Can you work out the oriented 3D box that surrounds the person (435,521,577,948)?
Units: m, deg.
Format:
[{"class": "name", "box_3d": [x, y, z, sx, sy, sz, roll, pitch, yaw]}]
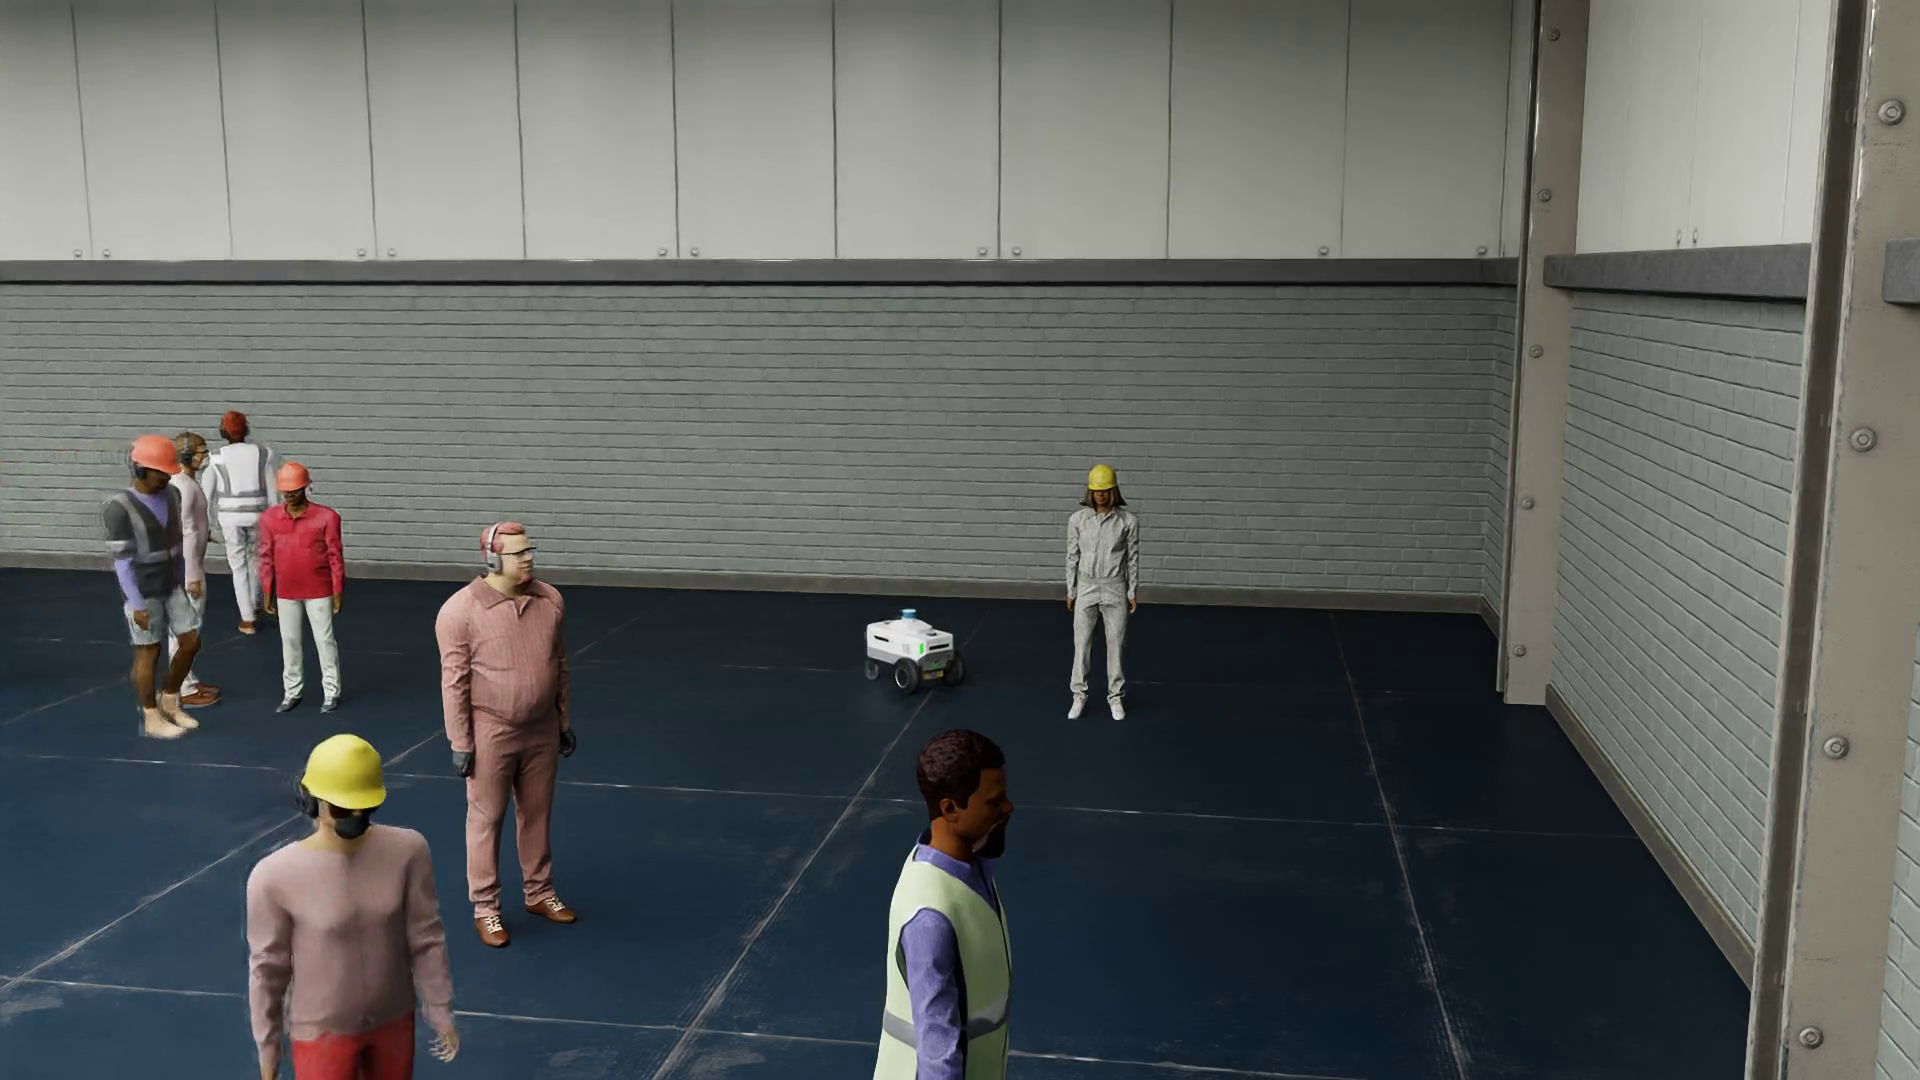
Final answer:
[{"class": "person", "box_3d": [-2.029, 0.863, 7.574, 0.408, 1.913, 0.643, 8, 12, 42]}]

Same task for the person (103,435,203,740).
[{"class": "person", "box_3d": [-5.125, 0.324, 10.623, 0.535, 1.999, 0.649, 3, 10, 18]}]

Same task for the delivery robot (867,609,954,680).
[{"class": "delivery robot", "box_3d": [-0.368, 0.749, 12.156, 0.477, 0.478, 0.707, -7, 12, -38]}]

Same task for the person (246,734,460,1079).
[{"class": "person", "box_3d": [-1.726, 1.400, 4.760, 0.517, 1.745, 0.389, -9, 13, -44]}]

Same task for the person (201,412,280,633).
[{"class": "person", "box_3d": [-6.145, -0.170, 14.145, 0.595, 1.842, 0.897, -7, 12, -37]}]

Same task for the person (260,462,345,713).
[{"class": "person", "box_3d": [-4.510, 0.328, 11.393, 0.571, 1.743, 0.352, 0, 9, 0]}]

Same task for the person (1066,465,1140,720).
[{"class": "person", "box_3d": [0.958, 0.357, 11.209, 0.493, 1.742, 0.322, 1, 9, 6]}]

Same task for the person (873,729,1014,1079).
[{"class": "person", "box_3d": [-0.024, 1.408, 4.190, 0.391, 1.920, 0.593, 1, 9, 4]}]

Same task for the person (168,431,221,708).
[{"class": "person", "box_3d": [-5.382, 0.203, 11.600, 0.380, 1.930, 0.626, -4, 10, -24]}]
